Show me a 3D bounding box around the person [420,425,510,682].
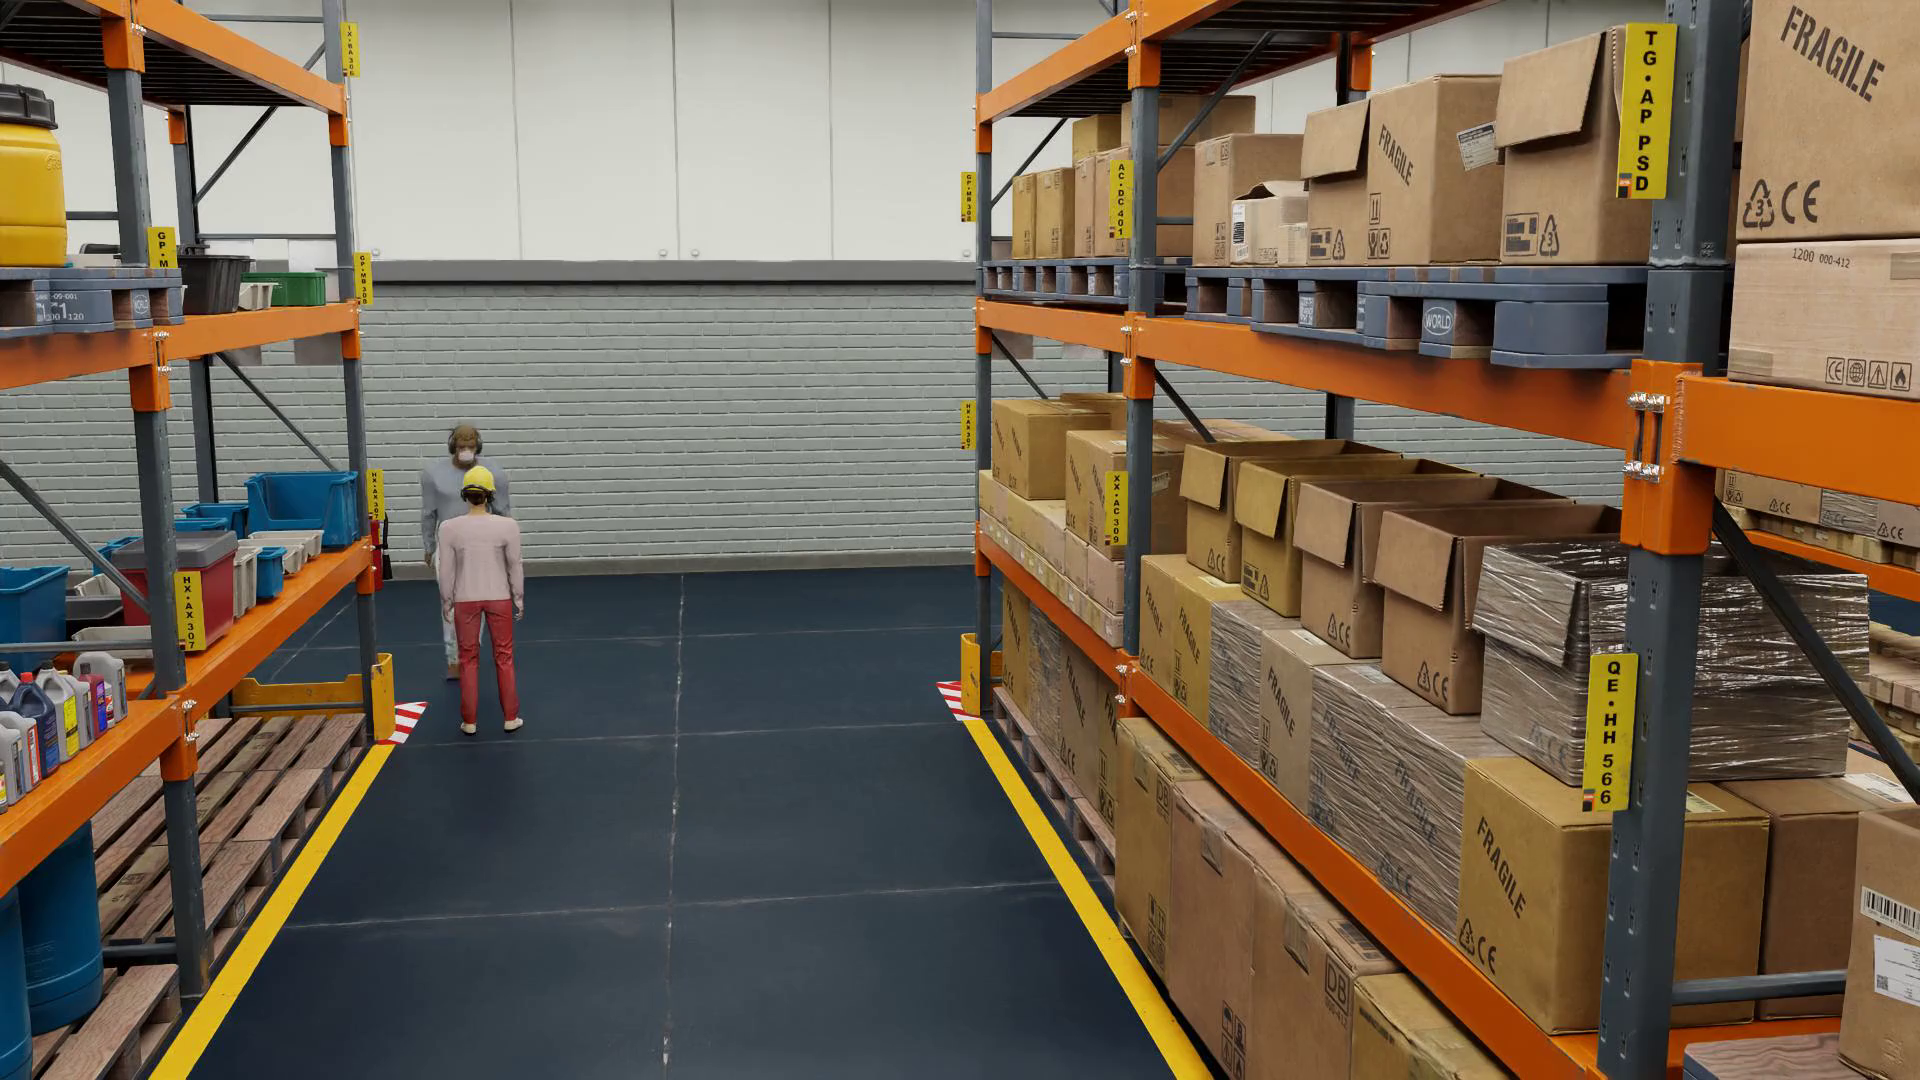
[{"bbox_3d":[-3.644,0.101,12.311,0.651,1.891,0.962,-3,10,-17],"label":"person"}]

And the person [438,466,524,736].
[{"bbox_3d":[-3.126,0.397,10.893,0.533,1.767,0.323,-2,10,-14],"label":"person"}]
